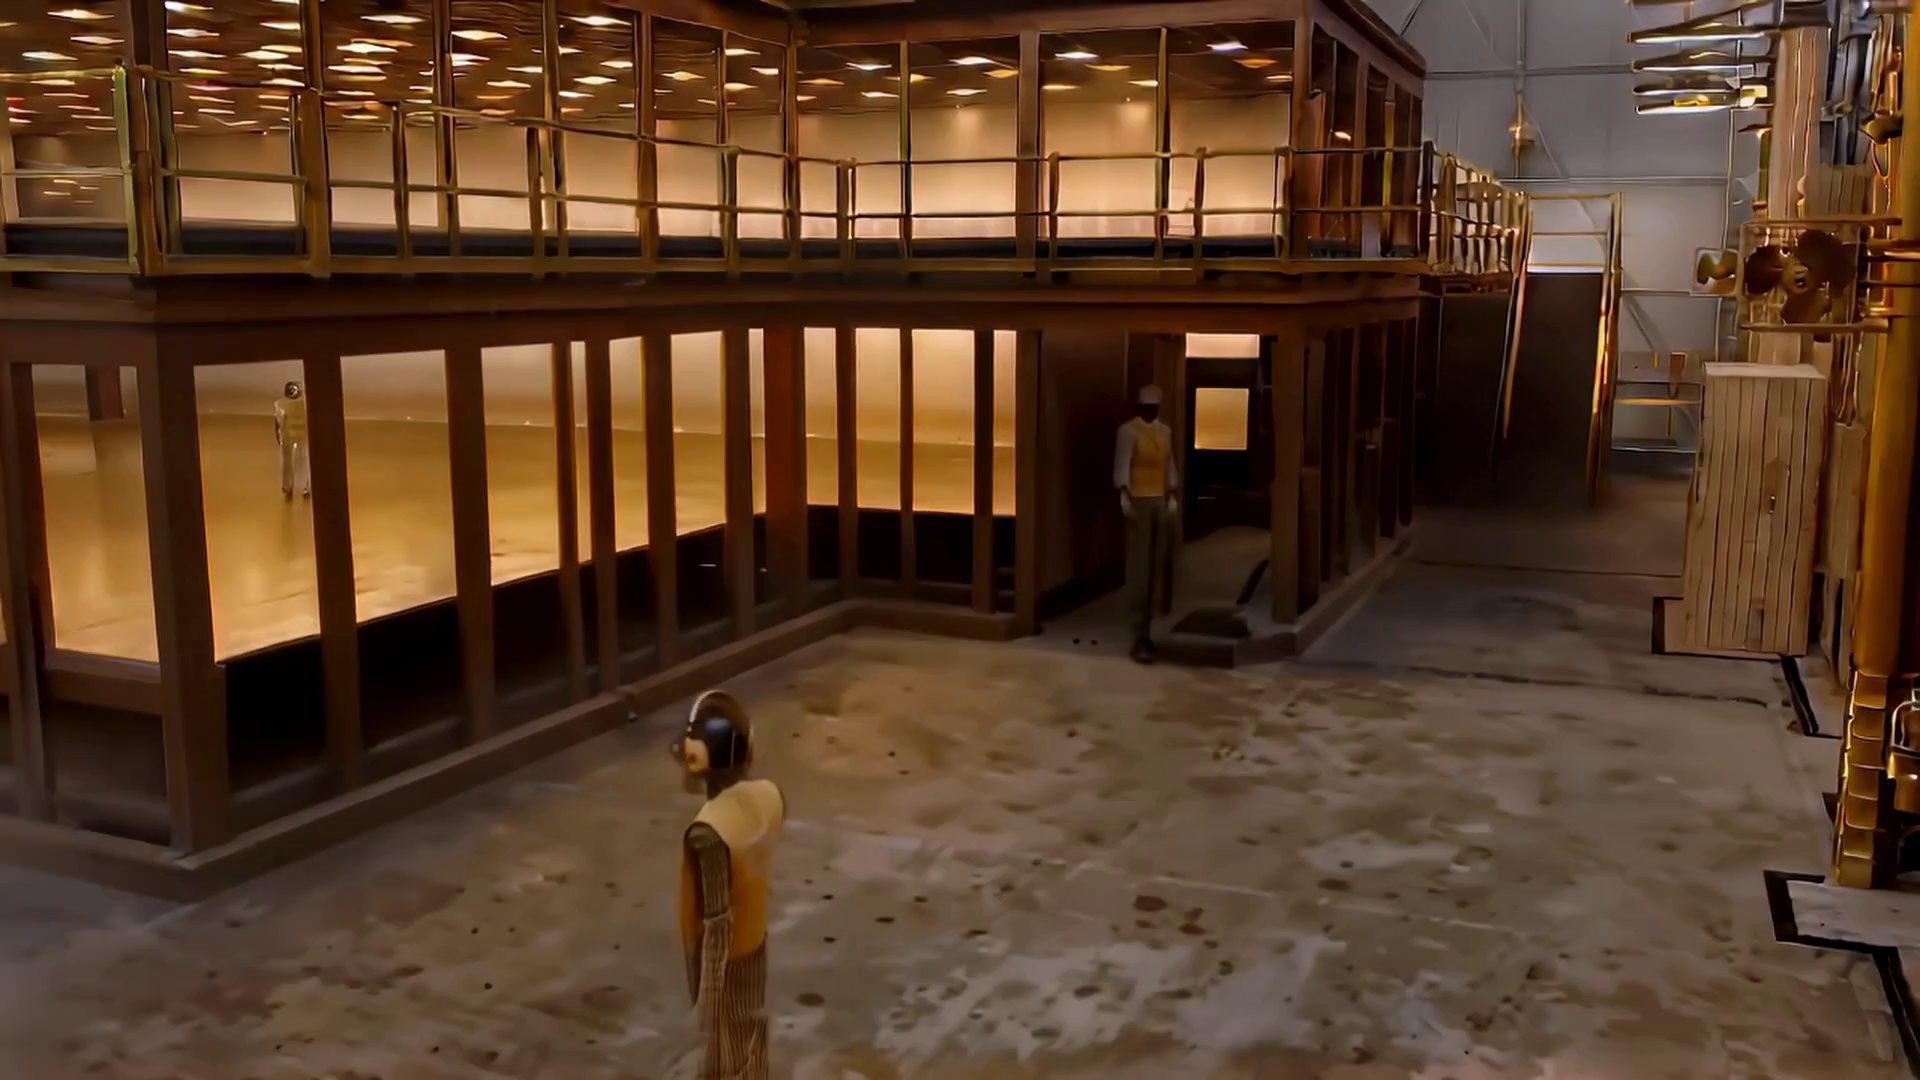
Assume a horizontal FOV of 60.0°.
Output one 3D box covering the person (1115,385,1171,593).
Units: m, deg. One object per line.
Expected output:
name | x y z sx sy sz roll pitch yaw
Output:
person | 1.757 -0.485 15.810 0.610 1.987 0.403 -5 11 -29

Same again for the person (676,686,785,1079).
person | -0.679 1.346 4.894 0.313 1.864 0.530 3 10 16
